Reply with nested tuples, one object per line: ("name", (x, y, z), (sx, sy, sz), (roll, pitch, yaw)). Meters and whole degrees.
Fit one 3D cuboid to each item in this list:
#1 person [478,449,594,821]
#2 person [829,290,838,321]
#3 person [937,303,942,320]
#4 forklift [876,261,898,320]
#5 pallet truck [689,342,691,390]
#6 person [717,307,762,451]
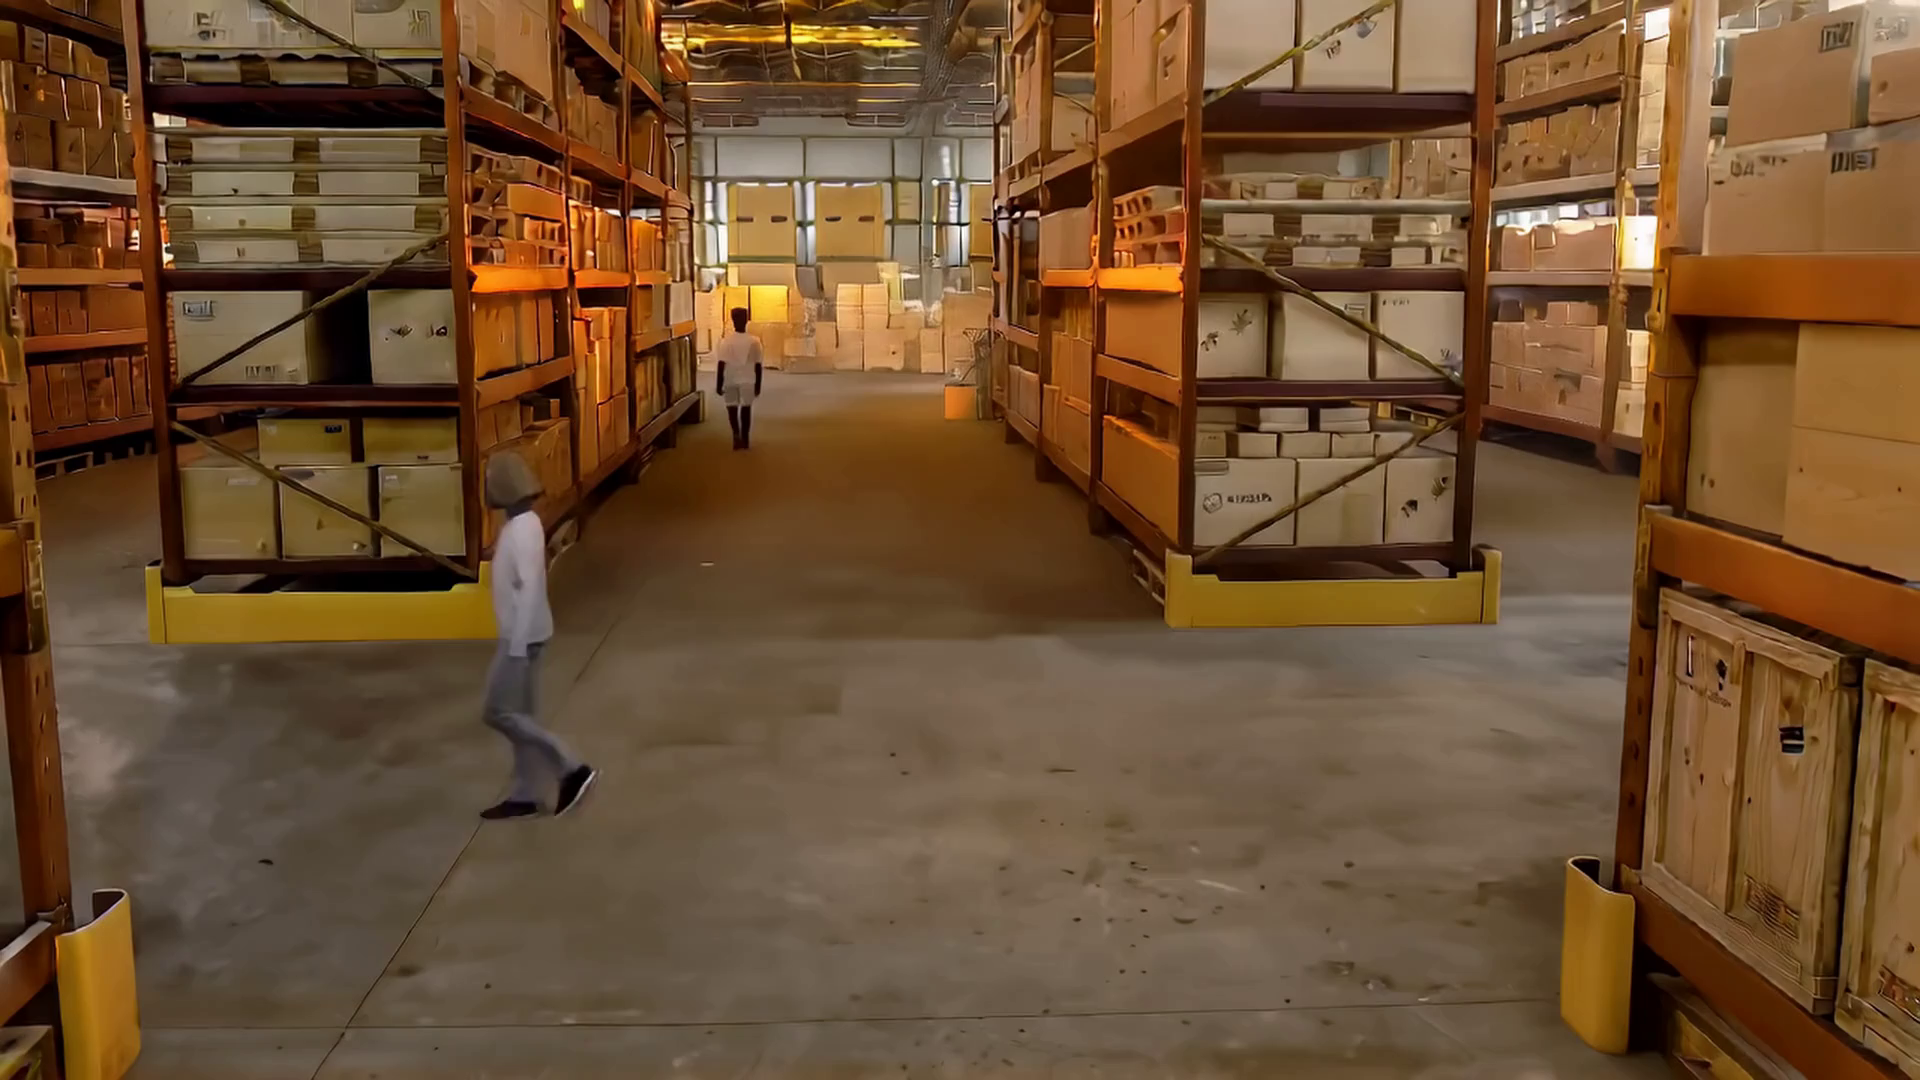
("person", (-1.854, 0.422, 7.100), (0.397, 1.621, 0.530), (-2, 9, -14))
("person", (-4.481, -7.977, 59.233), (0.534, 1.833, 0.503), (9, 12, 43))
("person", (-0.571, -8.347, 62.307), (0.530, 1.577, 0.901), (4, 10, 24))
("forklift", (-2.436, -7.880, 55.309), (1.873, 2.768, 1.129), (-6, 11, -32))
("pallet truck", (-5.225, -3.008, 27.480), (1.885, 1.965, 0.823), (2, 9, 14))
("person", (-2.931, -2.137, 22.171), (0.613, 1.946, 0.784), (-2, 9, -12))
